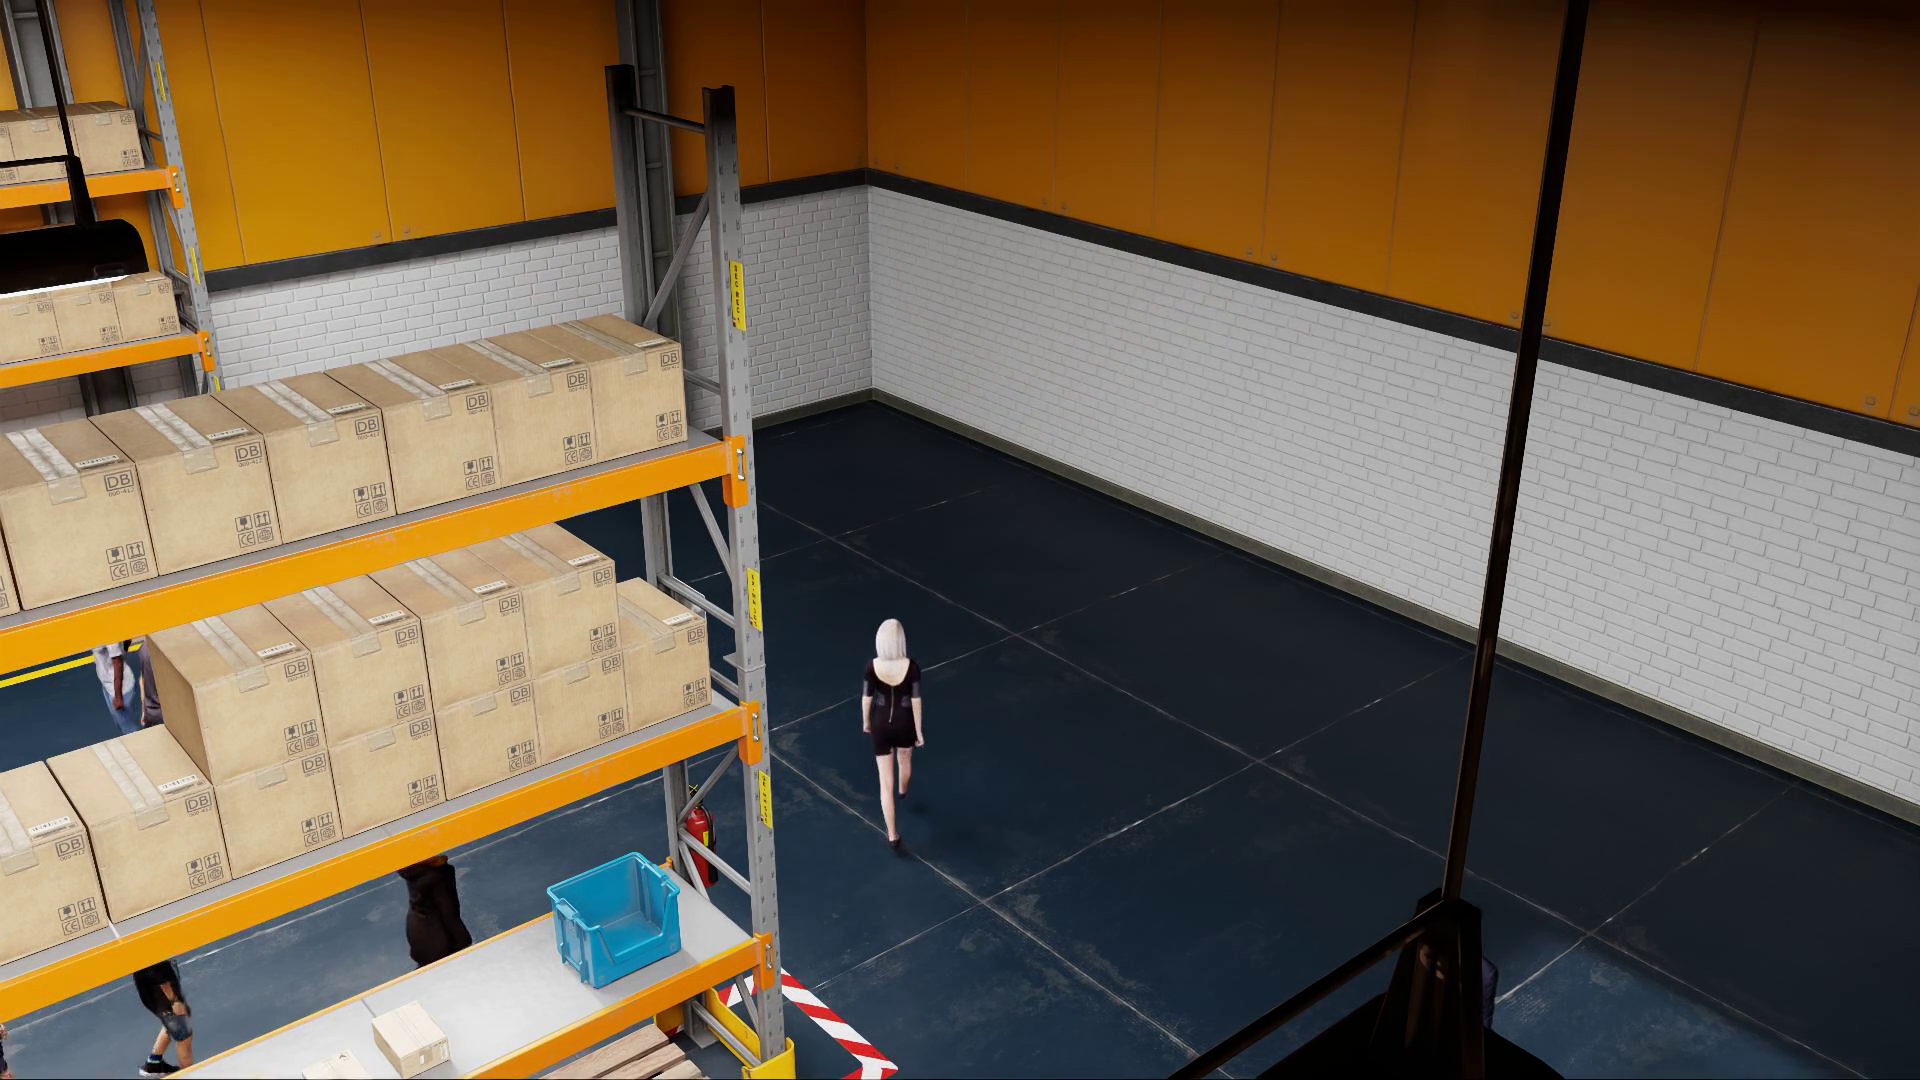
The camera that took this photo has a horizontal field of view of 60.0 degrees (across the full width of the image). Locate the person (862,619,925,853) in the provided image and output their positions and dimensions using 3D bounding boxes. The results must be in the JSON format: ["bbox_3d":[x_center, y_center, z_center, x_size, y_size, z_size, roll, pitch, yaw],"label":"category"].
[{"bbox_3d":[-0.497,1.465,12.248,1.127,1.788,1.124,0,24,-1],"label":"person"}]
